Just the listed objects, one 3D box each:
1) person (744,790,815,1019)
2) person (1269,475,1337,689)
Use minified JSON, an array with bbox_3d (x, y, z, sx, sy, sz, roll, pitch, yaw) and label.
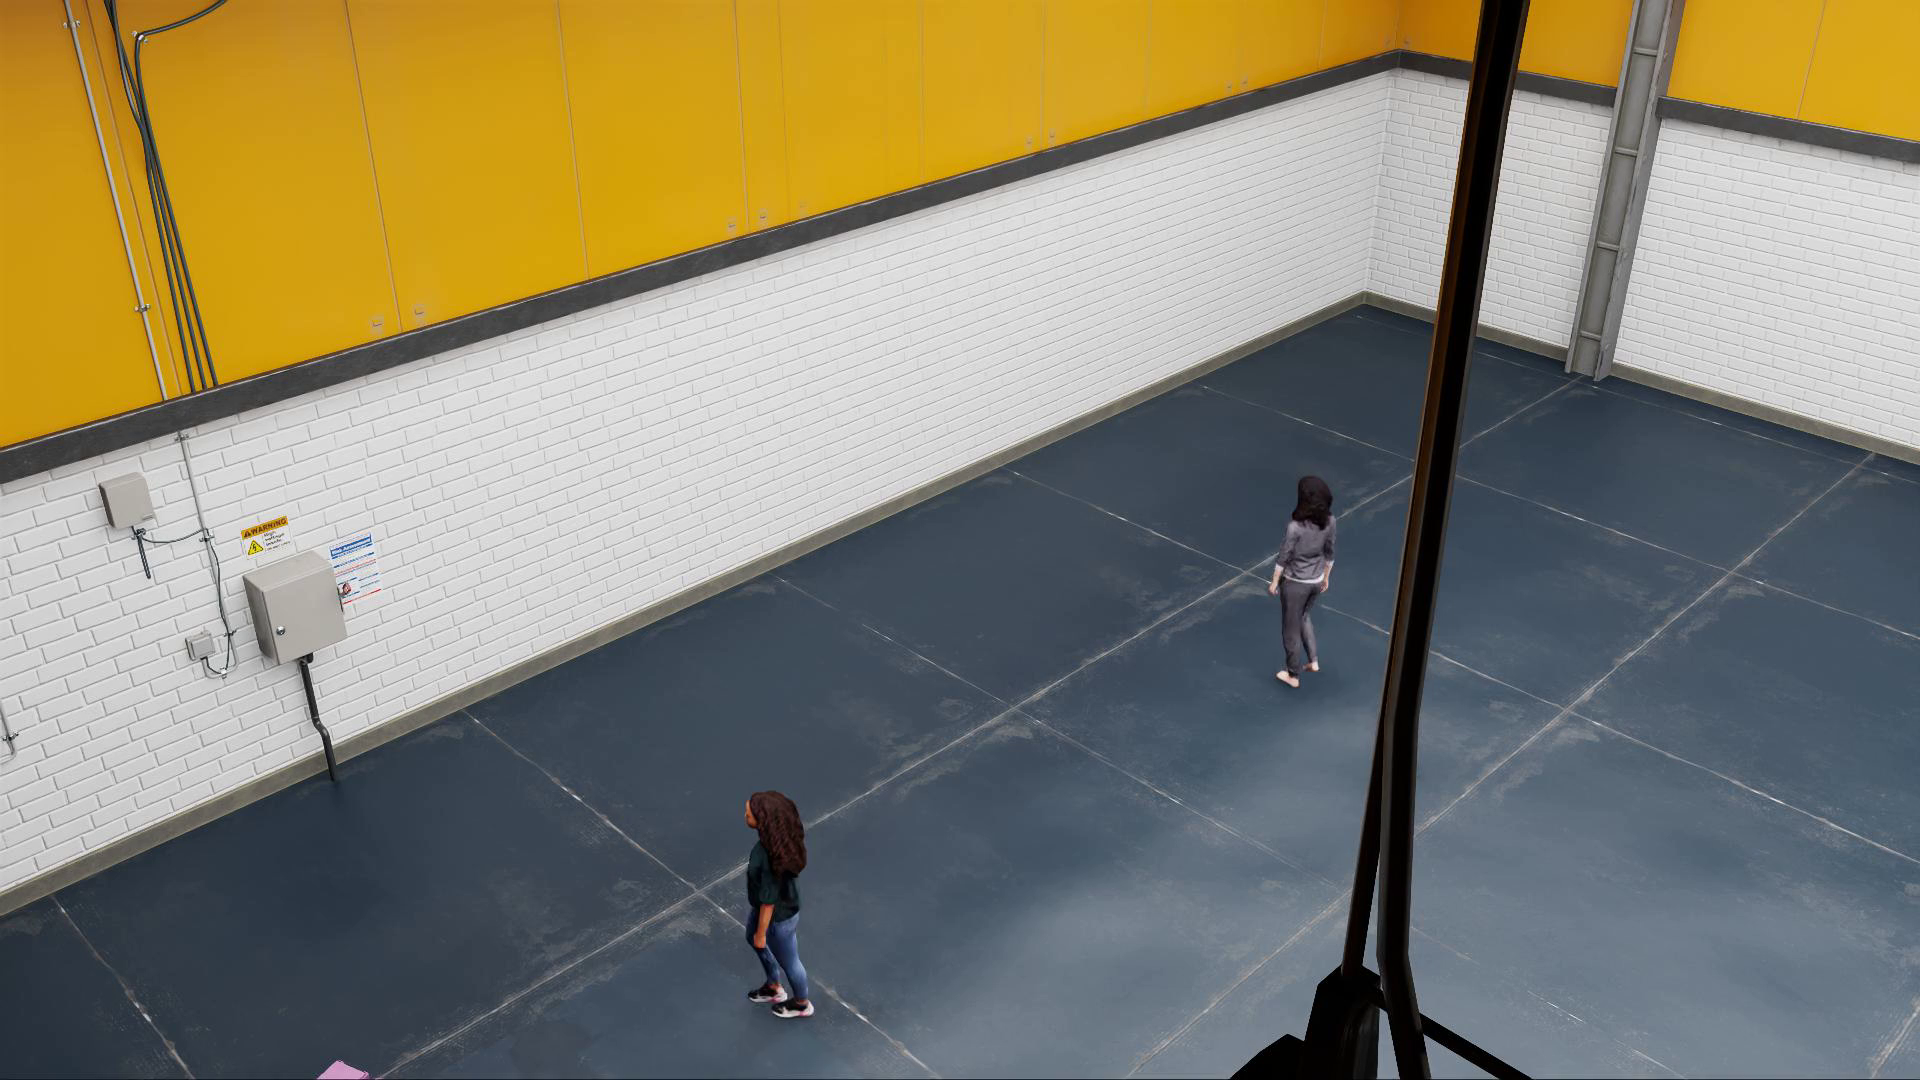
[{"bbox_3d":[-0.958,2.114,9.501,0.806,1.604,0.746,0,29,0],"label":"person"},{"bbox_3d":[2.642,0.367,12.550,0.686,1.751,0.710,-14,32,-25],"label":"person"}]
